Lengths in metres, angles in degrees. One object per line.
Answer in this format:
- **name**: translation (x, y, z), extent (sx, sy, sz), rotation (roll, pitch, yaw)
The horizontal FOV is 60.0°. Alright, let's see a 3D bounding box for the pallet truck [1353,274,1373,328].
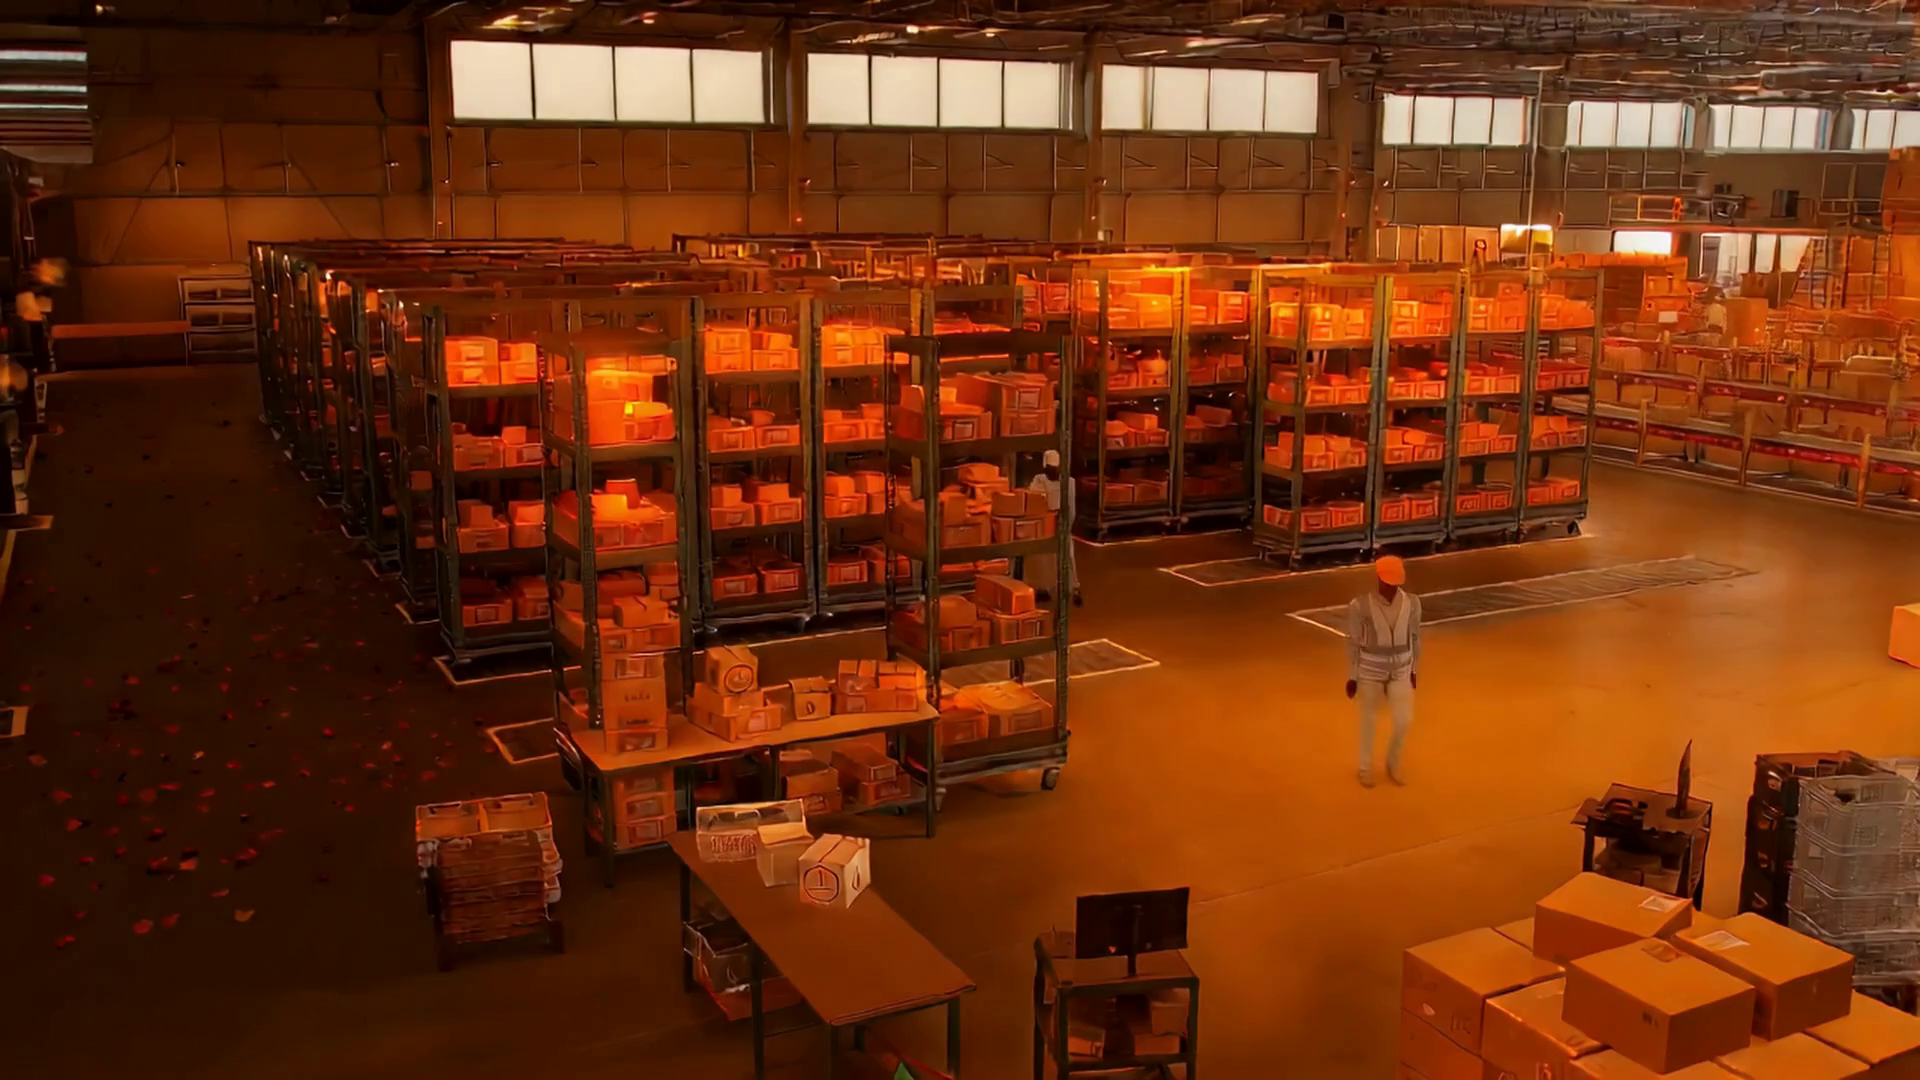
- **pallet truck**: translation (13.011, -8.050, 55.243), extent (0.823, 1.965, 1.885), rotation (-7, 14, -28)

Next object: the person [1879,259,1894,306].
- **person**: translation (36.168, -10.029, 64.856), extent (0.513, 1.844, 0.328), rotation (-8, 15, -35)

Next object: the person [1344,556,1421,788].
- **person**: translation (3.295, 1.033, 12.978), extent (0.632, 1.908, 0.563), rotation (-2, 12, -9)

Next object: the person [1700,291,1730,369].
- **person**: translation (19.432, -5.386, 42.754), extent (0.430, 2.027, 0.663), rotation (-6, 13, -25)

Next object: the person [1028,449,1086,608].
- **person**: translation (1.088, -0.136, 18.711), extent (0.632, 1.788, 0.675), rotation (-5, 13, -24)
